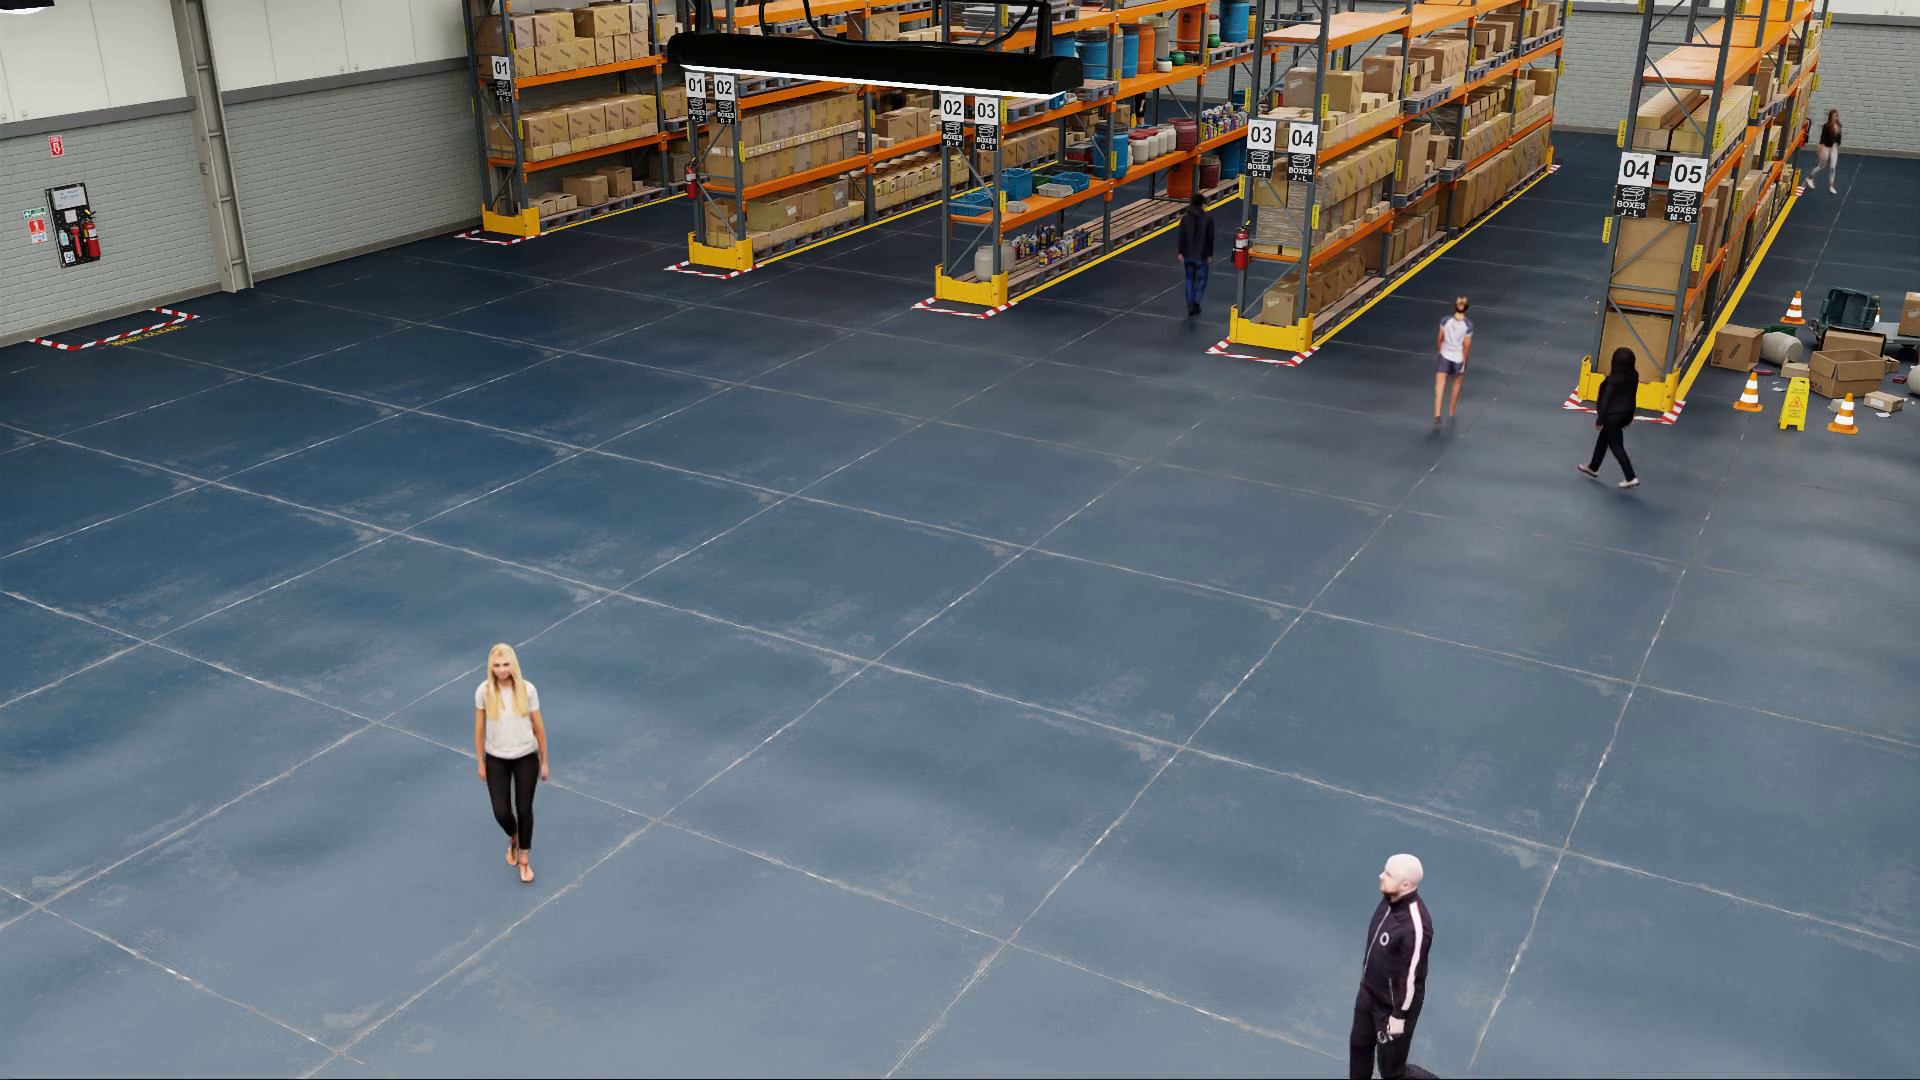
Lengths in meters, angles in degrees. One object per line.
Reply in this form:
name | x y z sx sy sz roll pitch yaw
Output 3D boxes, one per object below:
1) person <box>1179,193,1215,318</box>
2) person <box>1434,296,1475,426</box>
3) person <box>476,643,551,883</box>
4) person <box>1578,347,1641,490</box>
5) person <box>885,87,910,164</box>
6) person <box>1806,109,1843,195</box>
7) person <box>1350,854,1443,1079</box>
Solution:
person | 3.560 -4.288 25.170 0.794 1.884 0.858 6 24 14
person | 6.094 -2.203 20.646 0.693 1.587 1.051 8 24 17
person | -3.132 1.510 11.620 0.776 1.818 0.839 -7 24 -15
person | 7.407 -1.336 18.612 1.132 1.583 1.021 -15 27 -31
person | -1.429 -9.310 37.064 0.759 1.817 1.178 16 28 33
person | 17.789 -8.004 34.187 1.061 1.666 1.148 -5 24 -12
person | 2.475 2.546 9.187 1.085 1.816 1.081 -2 23 -5
